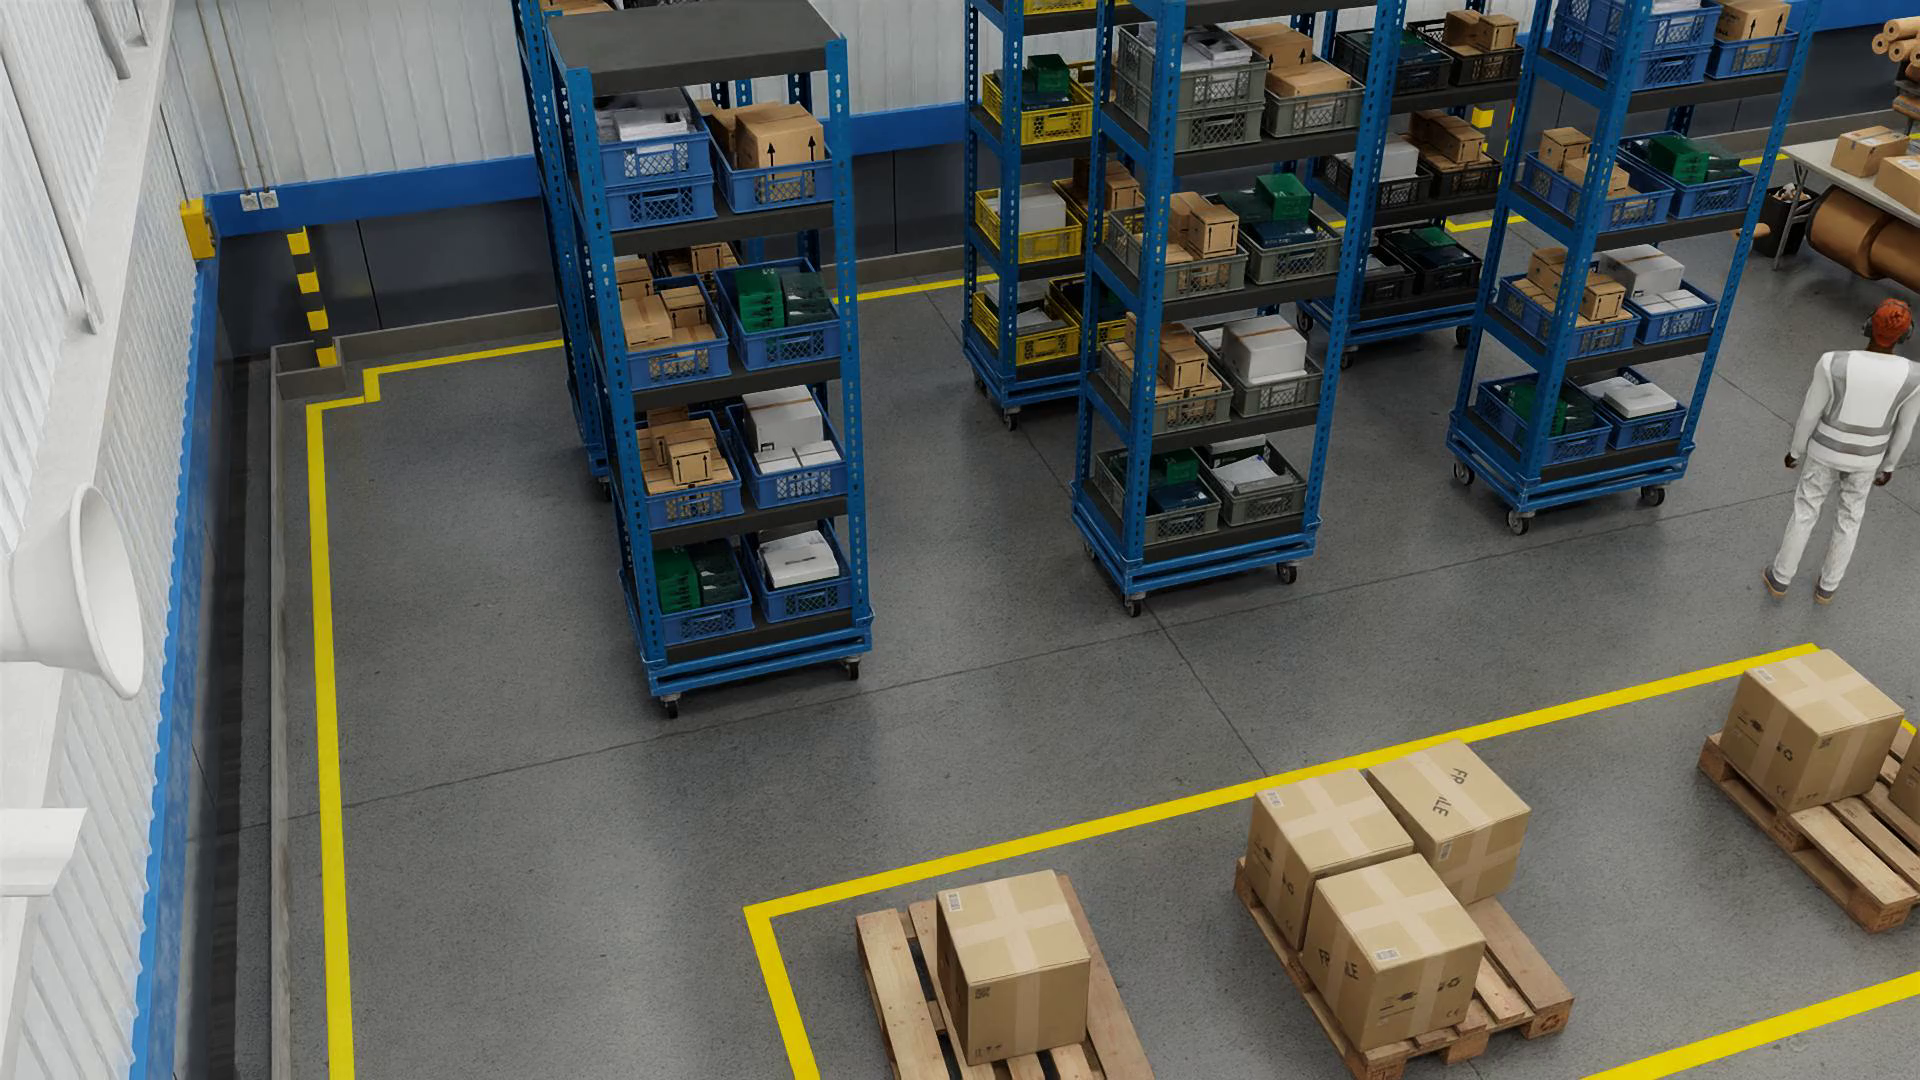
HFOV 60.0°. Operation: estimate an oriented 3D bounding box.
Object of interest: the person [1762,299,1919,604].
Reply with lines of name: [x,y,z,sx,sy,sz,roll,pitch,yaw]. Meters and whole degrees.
person: [4.953,-0.476,9.331,0.573,1.881,0.357,12,37,16]
